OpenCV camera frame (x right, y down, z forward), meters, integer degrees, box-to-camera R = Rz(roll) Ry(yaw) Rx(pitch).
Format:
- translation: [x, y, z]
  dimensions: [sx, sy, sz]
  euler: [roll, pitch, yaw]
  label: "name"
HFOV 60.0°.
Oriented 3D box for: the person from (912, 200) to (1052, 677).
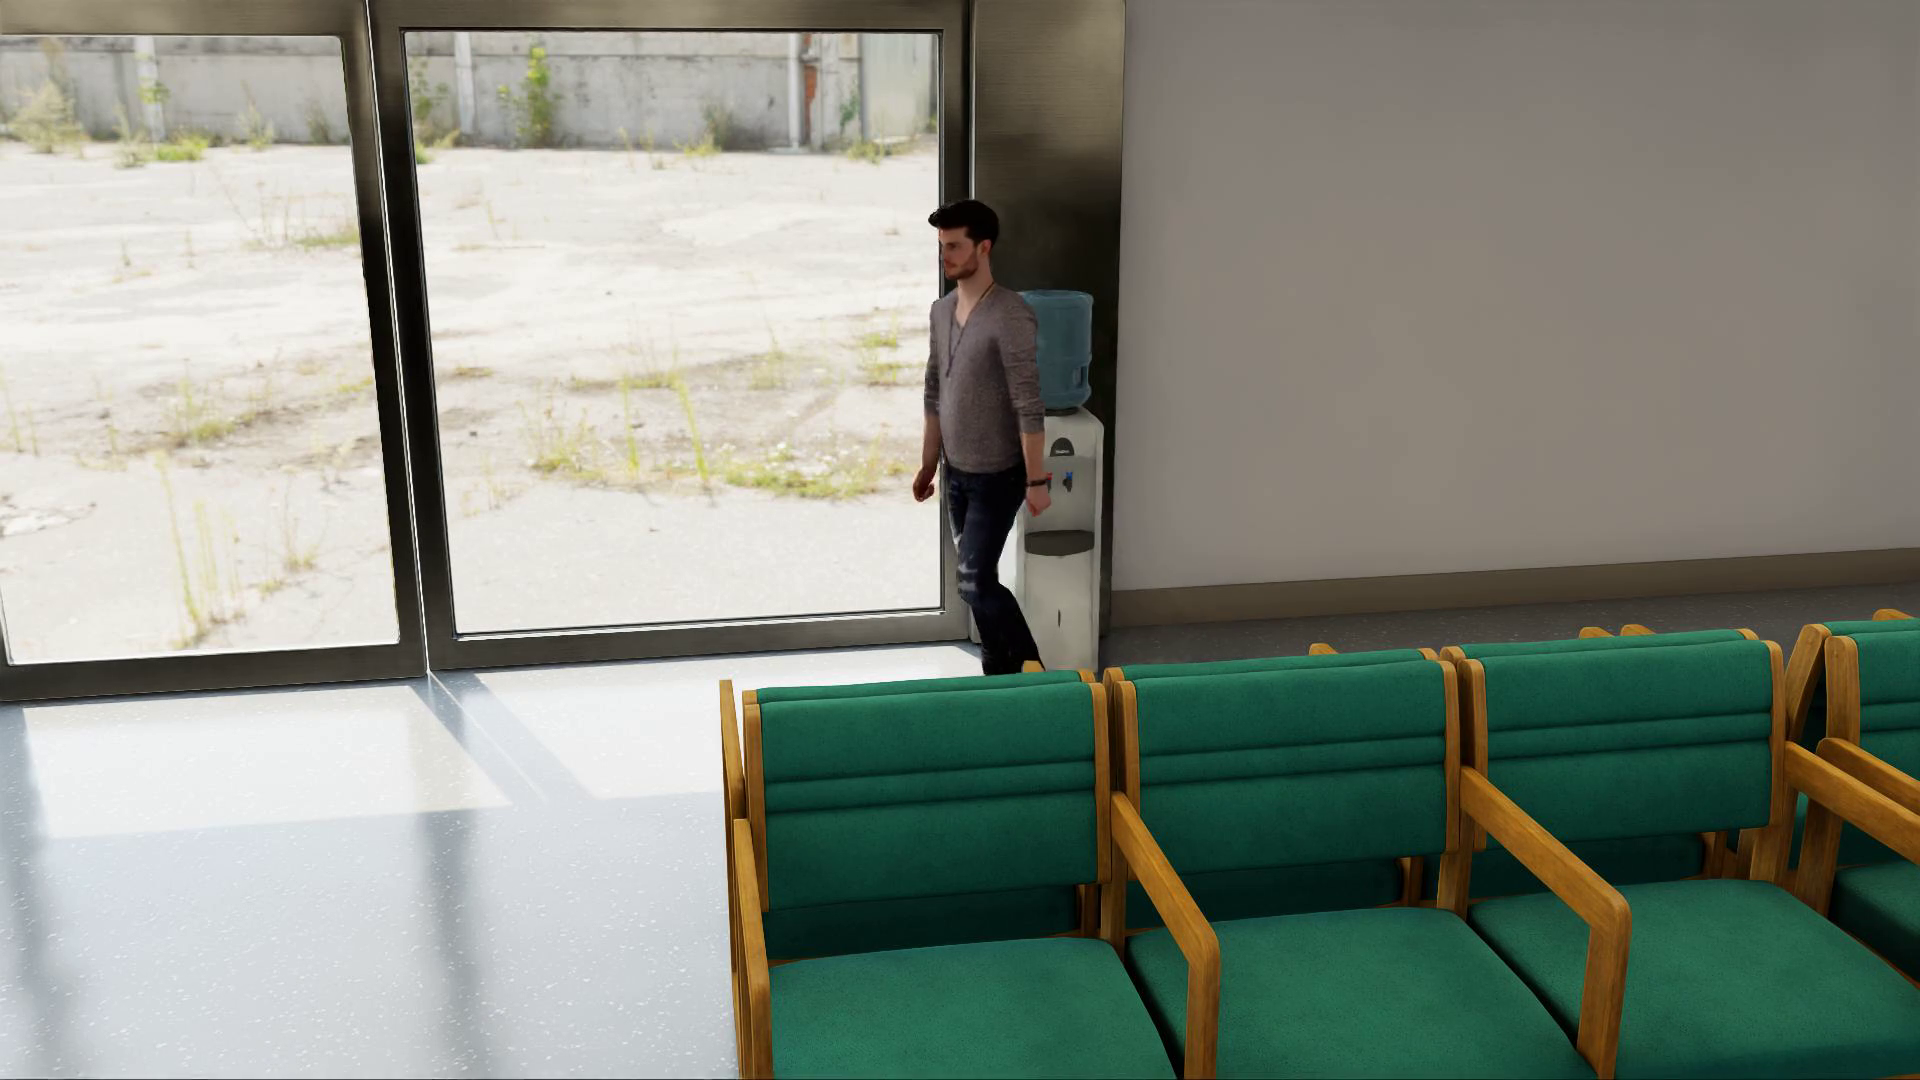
- translation: [0.171, -0.259, 5.963]
  dimensions: [0.850, 1.879, 0.748]
  euler: [-9, 18, -30]
  label: "person"
